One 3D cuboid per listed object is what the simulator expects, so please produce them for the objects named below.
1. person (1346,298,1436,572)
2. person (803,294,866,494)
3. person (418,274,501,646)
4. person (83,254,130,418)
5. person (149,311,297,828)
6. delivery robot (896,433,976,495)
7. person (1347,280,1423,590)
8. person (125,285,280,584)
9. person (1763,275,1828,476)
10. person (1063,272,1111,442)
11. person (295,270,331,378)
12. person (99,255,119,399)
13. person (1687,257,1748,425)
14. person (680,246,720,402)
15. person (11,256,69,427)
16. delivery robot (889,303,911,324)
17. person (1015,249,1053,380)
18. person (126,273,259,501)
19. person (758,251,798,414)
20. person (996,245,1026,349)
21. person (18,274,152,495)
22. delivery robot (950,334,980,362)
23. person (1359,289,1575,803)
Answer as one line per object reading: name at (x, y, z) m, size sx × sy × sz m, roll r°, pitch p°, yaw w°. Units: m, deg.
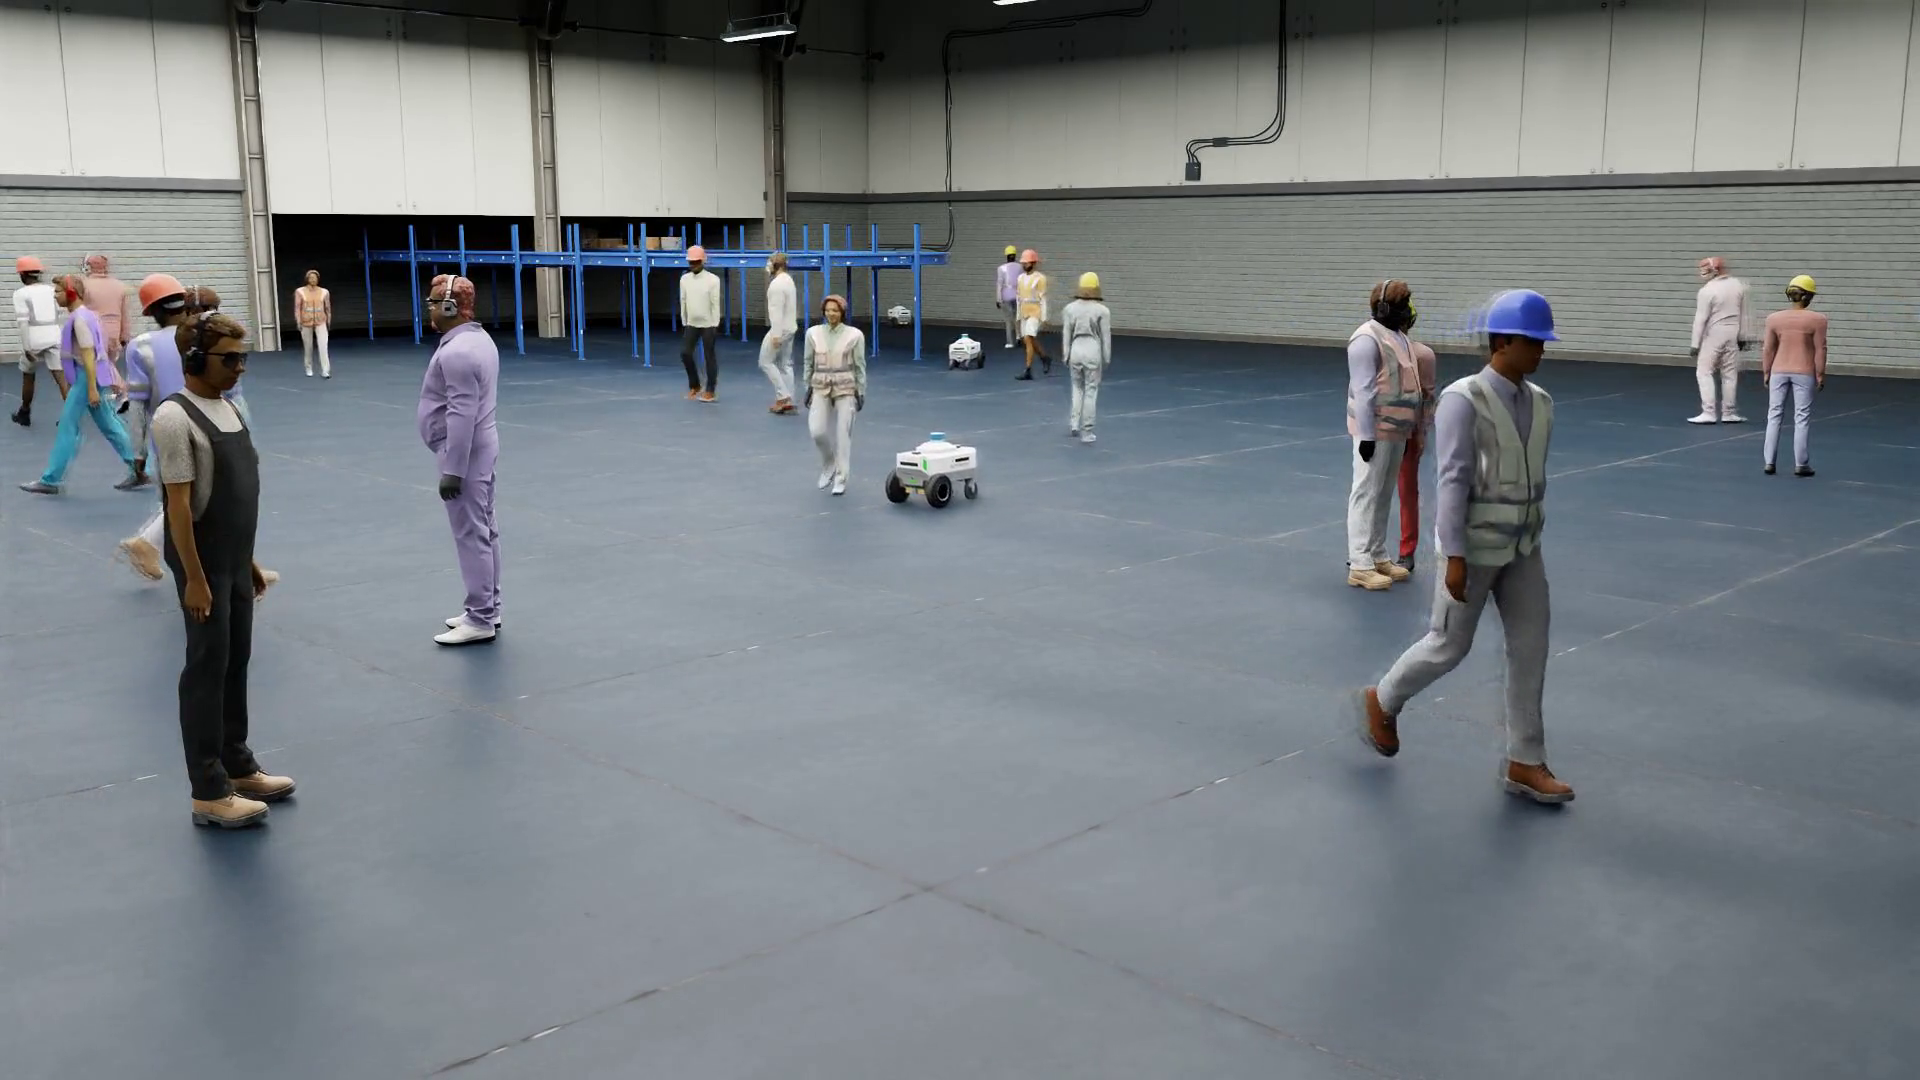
person at (2.725, -0.678, 10.498) m, size 0.321 × 1.761 × 0.522 m, roll -10°, pitch 14°, yaw -43°
person at (-1.029, -1.190, 13.622) m, size 0.536 × 1.626 × 0.370 m, roll 2°, pitch 11°, yaw 9°
person at (-2.607, -0.419, 8.679) m, size 0.407 × 1.910 × 0.639 m, roll -1°, pitch 10°, yaw -6°
person at (-9.983, -2.355, 19.283) m, size 0.429 × 1.887 × 0.652 m, roll 4°, pitch 11°, yaw 20°
person at (-2.685, 0.097, 6.042) m, size 0.346 × 1.843 × 0.507 m, roll 0°, pitch 10°, yaw -1°
delivery robot at (-0.186, -0.616, 13.300) m, size 0.477 × 0.478 × 0.707 m, roll 8°, pitch 13°, yaw 37°
person at (2.574, -0.646, 10.093) m, size 0.430 × 1.845 × 0.619 m, roll 7°, pitch 13°, yaw 34°
person at (-4.624, -0.616, 10.021) m, size 0.798 × 1.825 × 0.637 m, roll -5°, pitch 11°, yaw -25°
person at (7.386, -1.455, 14.732) m, size 0.523 × 1.760 × 0.327 m, roll 9°, pitch 14°, yaw 42°
person at (1.319, -1.881, 17.108) m, size 0.504 × 1.730 × 0.380 m, roll 5°, pitch 11°, yaw 25°
person at (-9.681, -3.237, 24.889) m, size 0.514 × 1.596 × 0.859 m, roll -5°, pitch 12°, yaw -27°
person at (-11.173, -2.748, 21.537) m, size 0.432 × 1.855 × 0.538 m, roll -9°, pitch 14°, yaw -40°
person at (8.590, -2.255, 18.806) m, size 0.772 × 1.875 × 0.397 m, roll -4°, pitch 11°, yaw -21°
person at (-3.309, -2.747, 21.185) m, size 0.642 × 1.972 × 0.486 m, roll 4°, pitch 11°, yaw 23°
person at (-10.192, -2.193, 18.434) m, size 0.984 × 1.889 × 0.553 m, roll 6°, pitch 12°, yaw 31°
delivery robot at (-1.395, -5.220, 38.409) m, size 0.477 × 0.478 × 0.707 m, roll -4°, pitch 11°, yaw -21°
person at (1.108, -3.354, 24.697) m, size 0.805 × 1.916 × 0.550 m, roll -9°, pitch 14°, yaw -41°
person at (-4.286, -0.536, 9.339) m, size 0.653 × 1.893 × 0.475 m, roll -4°, pitch 11°, yaw -20°
person at (-2.155, -2.450, 19.708) m, size 0.449 × 1.922 × 0.656 m, roll 2°, pitch 11°, yaw 8°
person at (0.958, -4.557, 31.205) m, size 0.608 × 1.914 × 0.416 m, roll -4°, pitch 11°, yaw -21°
person at (-7.238, -1.283, 13.711) m, size 0.990 × 1.792 × 0.590 m, roll -4°, pitch 11°, yaw -23°
delivery robot at (0.080, -3.049, 26.568) m, size 0.477 × 0.478 × 0.707 m, roll 3°, pitch 11°, yaw 16°
person at (1.973, -0.001, 6.382) m, size 0.617 × 1.919 × 0.864 m, roll -6°, pitch 12°, yaw -29°
